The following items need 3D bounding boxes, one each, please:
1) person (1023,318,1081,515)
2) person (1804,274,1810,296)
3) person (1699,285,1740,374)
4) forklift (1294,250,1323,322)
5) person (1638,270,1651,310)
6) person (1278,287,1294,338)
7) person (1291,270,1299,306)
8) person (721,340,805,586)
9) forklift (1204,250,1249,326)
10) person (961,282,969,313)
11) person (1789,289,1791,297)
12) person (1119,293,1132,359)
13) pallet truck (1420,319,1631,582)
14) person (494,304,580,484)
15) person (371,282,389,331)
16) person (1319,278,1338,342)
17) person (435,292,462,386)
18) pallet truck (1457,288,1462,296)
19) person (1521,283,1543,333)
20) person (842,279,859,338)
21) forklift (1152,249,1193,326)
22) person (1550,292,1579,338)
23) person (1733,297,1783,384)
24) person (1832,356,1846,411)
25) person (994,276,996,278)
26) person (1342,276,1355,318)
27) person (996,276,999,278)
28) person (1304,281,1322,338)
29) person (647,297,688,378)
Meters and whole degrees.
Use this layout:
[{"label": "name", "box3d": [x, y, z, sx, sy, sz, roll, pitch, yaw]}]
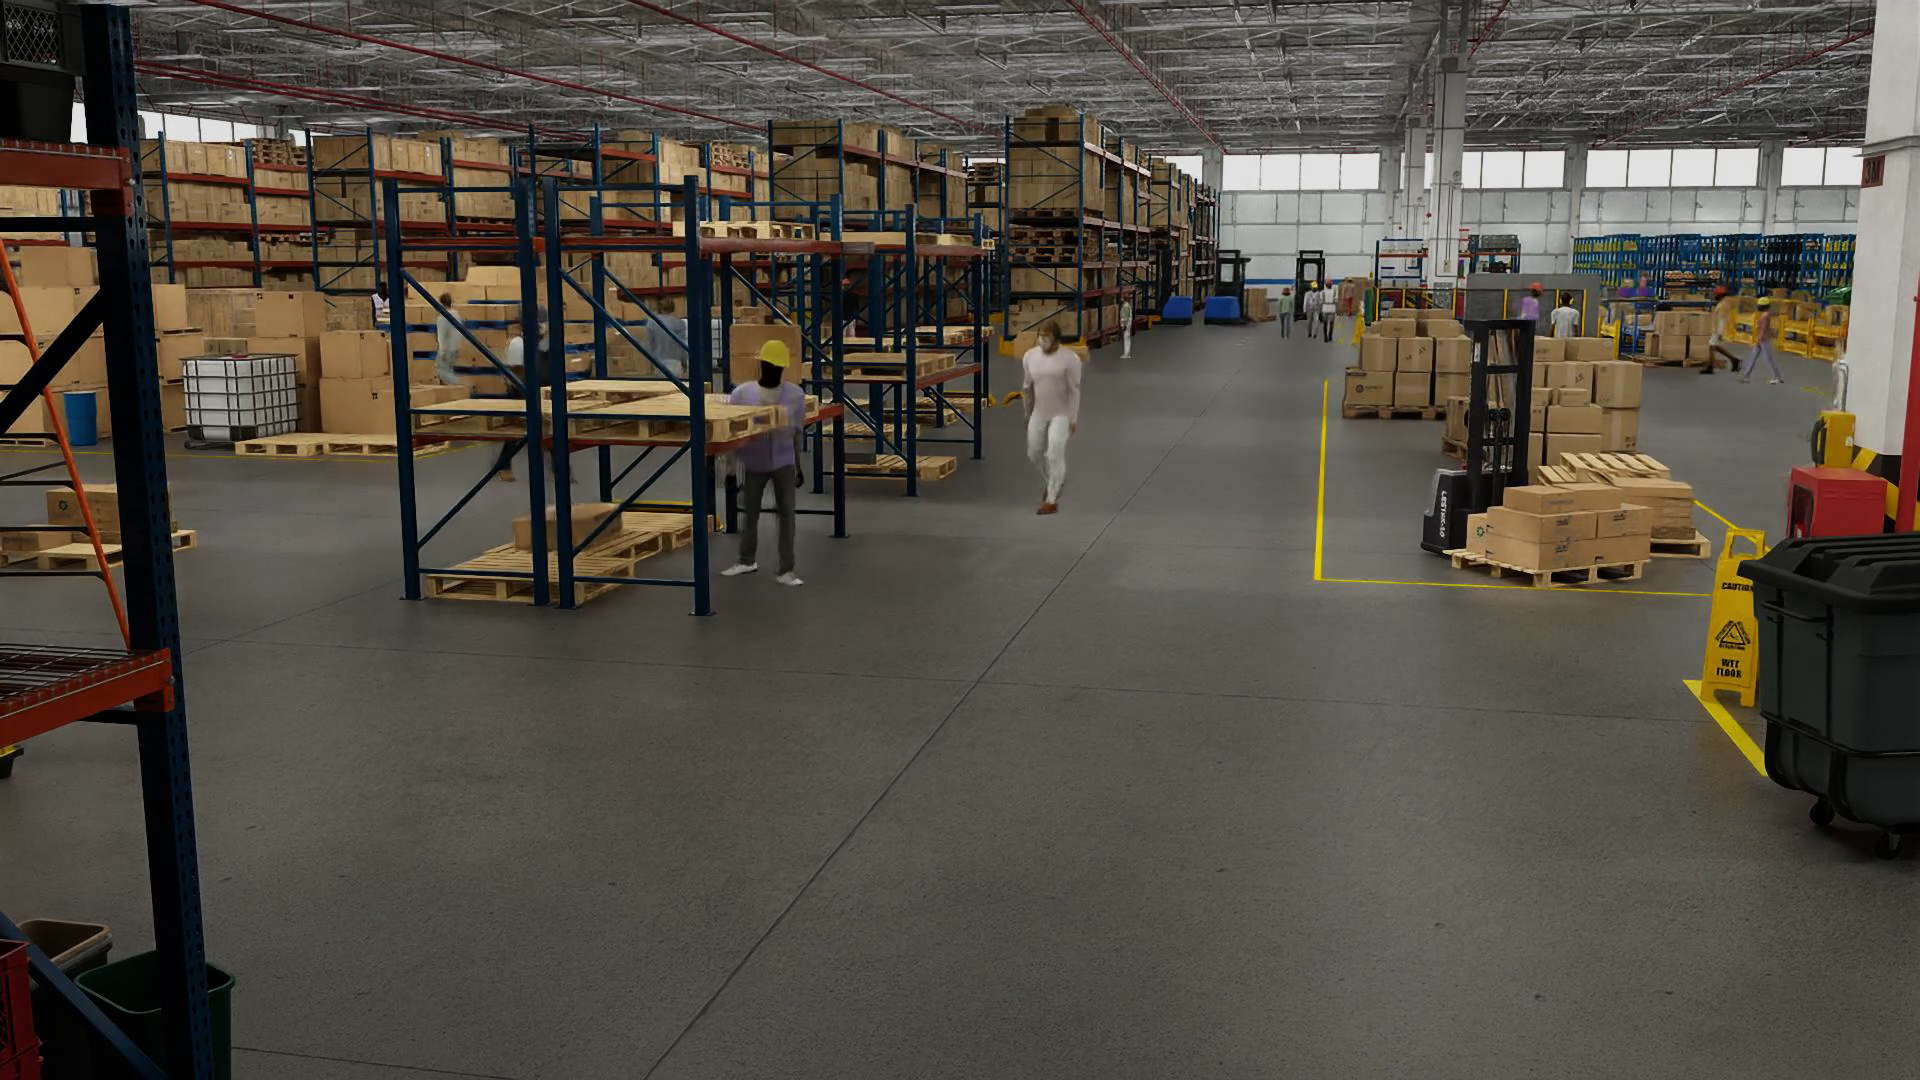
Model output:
[{"label": "person", "box3d": [0.918, -1.204, 16.201, 0.648, 1.912, 0.622, 5, 11, 29]}, {"label": "person", "box3d": [40.794, -11.920, 80.036, 0.933, 1.789, 0.608, 3, 10, 18]}, {"label": "person", "box3d": [16.397, -4.519, 35.800, 0.719, 1.923, 0.555, 5, 11, 28]}, {"label": "forklift", "box3d": [13.778, -10.002, 65.433, 1.129, 2.768, 1.873, 2, 10, 12]}, {"label": "person", "box3d": [32.861, -12.013, 80.100, 1.003, 1.954, 0.628, -1, 10, -7]}, {"label": "person", "box3d": [10.220, -7.128, 52.155, 0.505, 1.614, 0.679, 2, 10, 9]}, {"label": "person", "box3d": [18.006, -13.444, 88.678, 0.608, 1.920, 0.865, -8, 12, -38]}, {"label": "person", "box3d": [-1.515, -0.599, 12.763, 0.652, 1.881, 0.715, -2, 10, -13]}, {"label": "forklift", "box3d": [9.910, -9.381, 61.759, 1.129, 2.768, 1.873, 6, 11, 30]}, {"label": "person", "box3d": [0.116, -8.806, 62.099, 0.491, 1.620, 0.500, 4, 10, 23]}, {"label": "person", "box3d": [40.086, -11.987, 80.348, 0.864, 1.810, 0.563, 3, 10, 16]}, {"label": "person", "box3d": [4.131, -5.327, 41.413, 0.315, 1.641, 0.515, 1, 10, 6]}, {"label": "pallet truck", "box3d": [4.543, -0.757, 13.299, 0.823, 1.965, 1.885, -4, 10, -22]}, {"label": "person", "box3d": [-4.746, -1.639, 18.397, 1.011, 2.000, 0.679, 5, 11, 29]}, {"label": "person", "box3d": [-14.527, -5.553, 41.965, 0.587, 1.911, 0.397, -5, 11, -27]}, {"label": "person", "box3d": [11.001, -6.857, 49.635, 0.576, 1.924, 0.415, 2, 10, 12]}, {"label": "person", "box3d": [-8.524, -3.178, 27.859, 0.530, 1.923, 0.632, 2, 10, 12]}, {"label": "pallet truck", "box3d": [20.506, -9.785, 68.819, 0.653, 1.274, 1.630, 2, 10, 12]}, {"label": "person", "box3d": [13.339, -5.023, 38.812, 0.582, 1.909, 0.572, -9, 13, -43]}, {"label": "person", "box3d": [-2.836, -5.532, 41.596, 0.619, 1.988, 0.403, -2, 10, -14]}, {"label": "forklift", "box3d": [7.646, -9.320, 61.395, 1.873, 2.768, 1.129, 2, 10, 11]}, {"label": "person", "box3d": [11.269, -3.692, 31.058, 0.512, 1.872, 0.330, 5, 11, 27]}, {"label": "person", "box3d": [16.033, -3.977, 33.191, 0.893, 1.720, 0.535, 3, 10, 19]}, {"label": "person", "box3d": [8.534, -1.122, 15.829, 0.619, 1.870, 0.410, -8, 12, -39]}, {"label": "person", "box3d": [1.943, -13.627, 90.305, 0.604, 1.722, 0.735, 1, 10, 4]}, {"label": "person", "box3d": [16.411, -10.240, 70.162, 0.537, 1.751, 0.577, -2, 10, -10]}, {"label": "person", "box3d": [2.066, -13.247, 87.831, 0.589, 1.804, 0.710, 4, 10, 23]}, {"label": "person", "box3d": [11.103, -7.243, 52.322, 0.589, 1.803, 0.848, 1, 10, 7]}, {"label": "person", "box3d": [-4.445, -2.728, 25.228, 0.630, 1.918, 0.750, 2, 10, 9]}]
